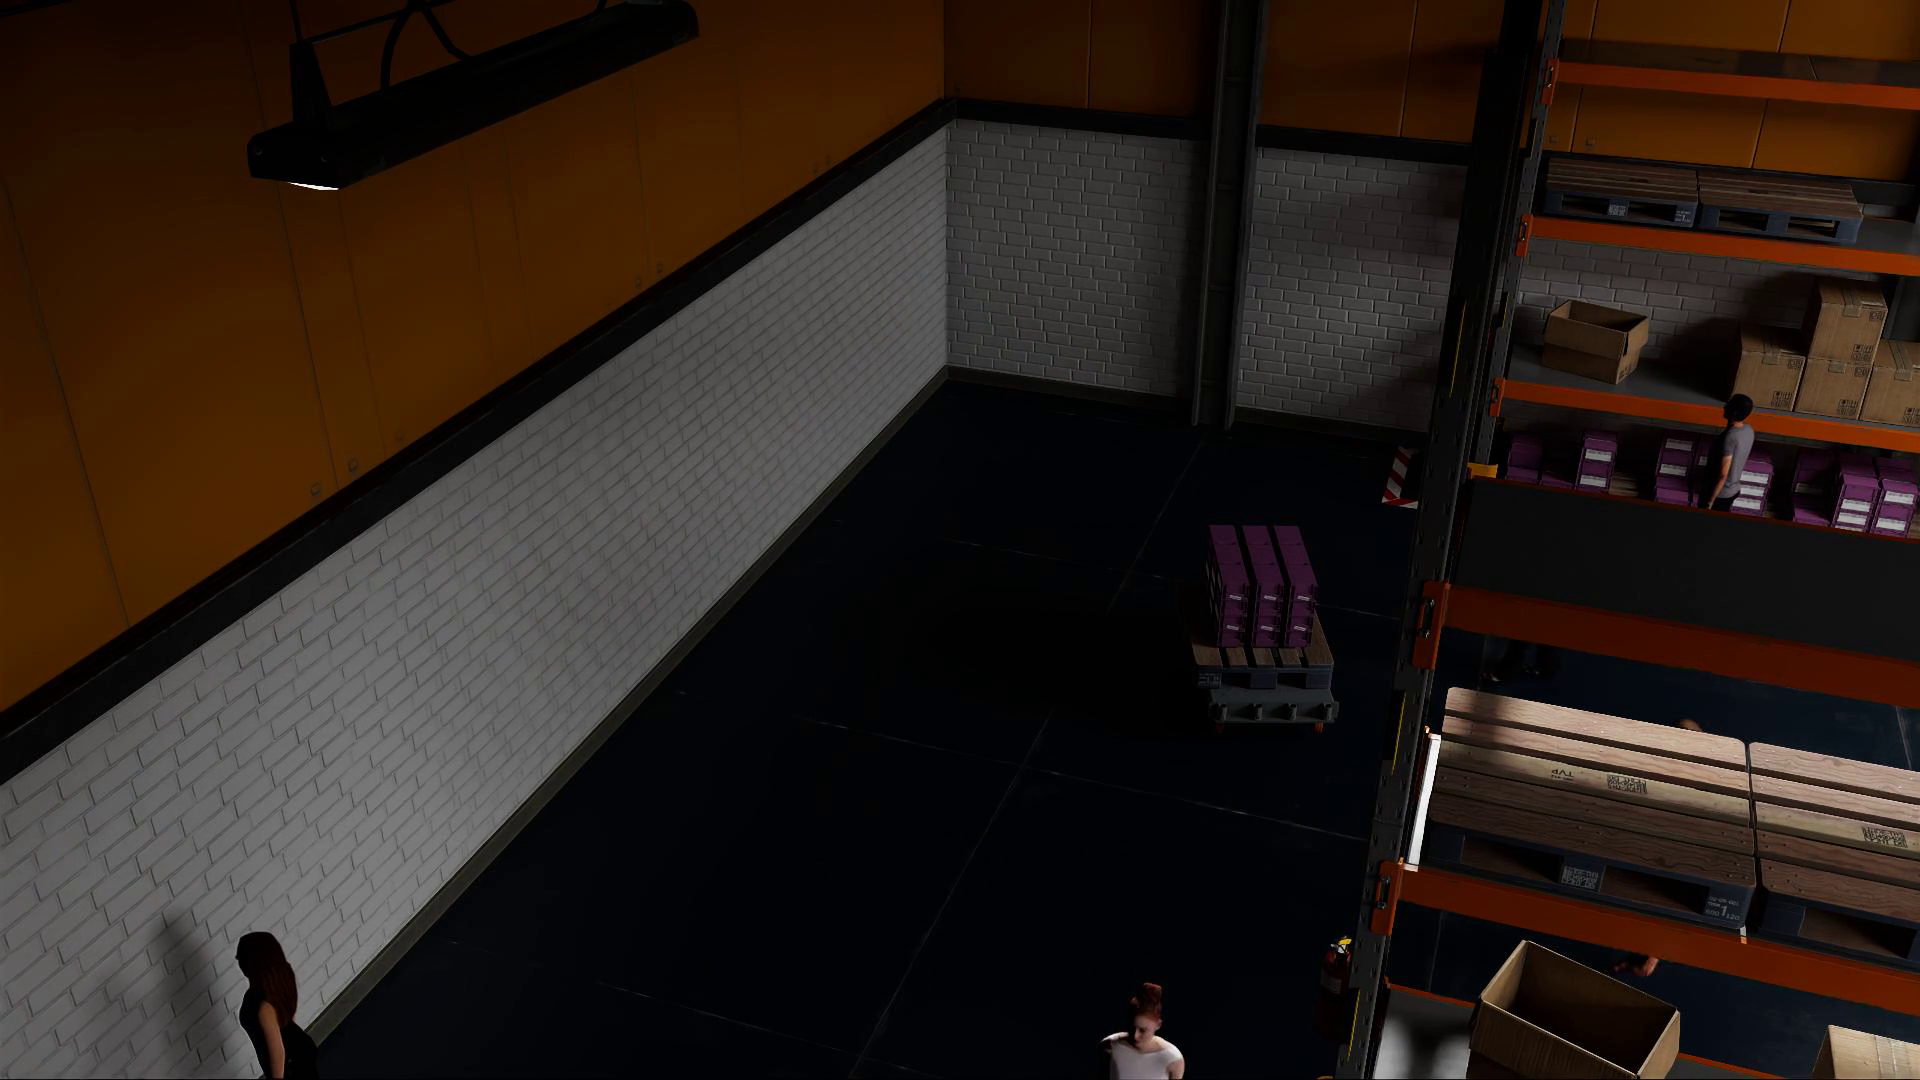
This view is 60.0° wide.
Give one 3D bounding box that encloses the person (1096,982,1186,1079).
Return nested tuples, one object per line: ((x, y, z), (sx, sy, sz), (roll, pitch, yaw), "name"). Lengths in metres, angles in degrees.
((0.836, 2.810, 7.899), (0.426, 1.792, 0.633), (9, 30, 16), "person")

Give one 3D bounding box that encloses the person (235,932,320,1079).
((-3.342, 2.624, 8.308), (0.651, 1.726, 0.645), (-3, 29, -6), "person")

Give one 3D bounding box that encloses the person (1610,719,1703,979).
((4.166, 1.804, 9.716), (0.817, 1.817, 0.764), (-11, 30, -19), "person")

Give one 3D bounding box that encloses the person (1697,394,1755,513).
((6.317, -0.404, 13.830), (0.666, 1.754, 0.697), (23, 36, 36), "person")
